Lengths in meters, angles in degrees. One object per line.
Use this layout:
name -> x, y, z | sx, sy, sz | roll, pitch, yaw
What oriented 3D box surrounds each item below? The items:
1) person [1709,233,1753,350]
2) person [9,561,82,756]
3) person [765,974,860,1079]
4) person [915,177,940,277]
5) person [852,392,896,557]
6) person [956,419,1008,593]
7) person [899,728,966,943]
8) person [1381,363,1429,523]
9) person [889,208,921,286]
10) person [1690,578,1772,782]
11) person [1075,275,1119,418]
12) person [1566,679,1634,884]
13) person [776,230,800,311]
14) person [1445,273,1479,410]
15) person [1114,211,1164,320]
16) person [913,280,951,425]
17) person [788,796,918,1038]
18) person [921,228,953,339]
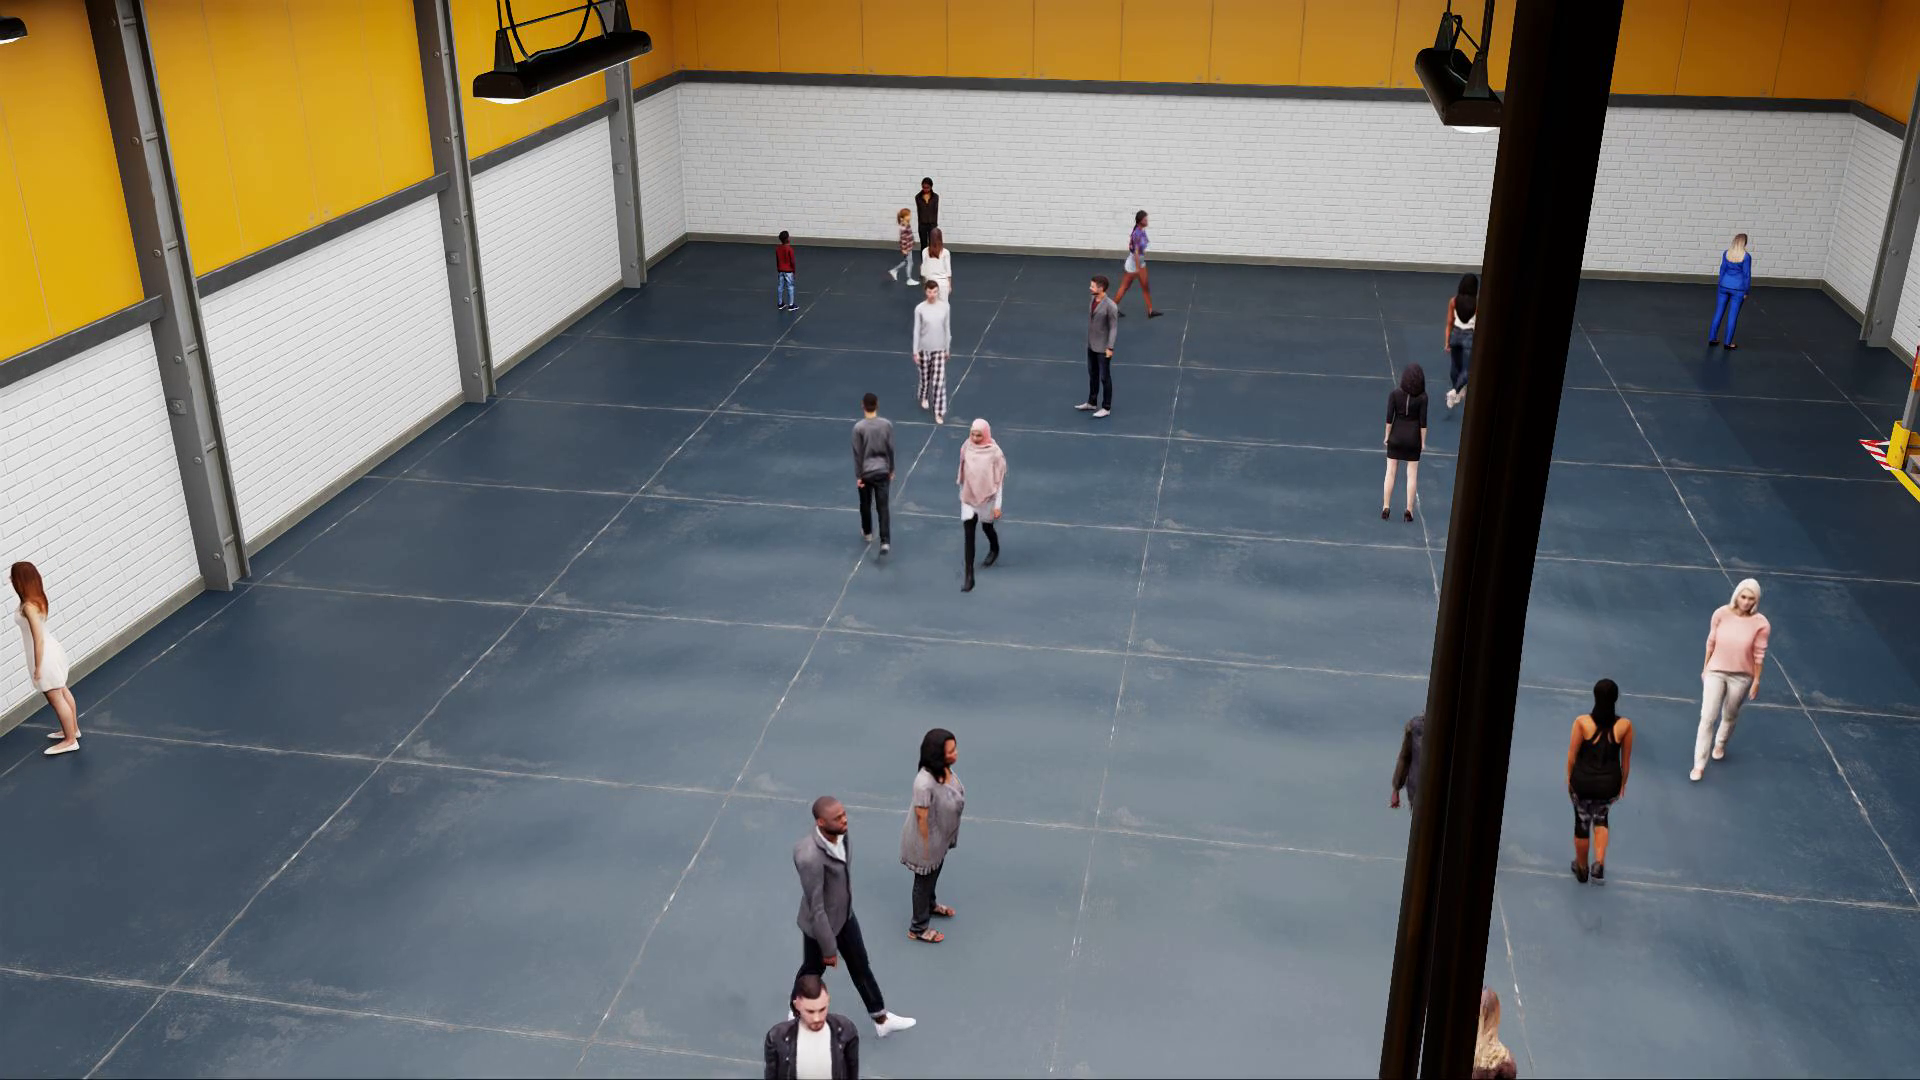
person -> 11.307, -3.657, 24.372 | 0.762, 1.701, 0.709 | -17, 29, -34
person -> -7.594, 0.956, 13.805 | 0.705, 1.712, 0.611 | -9, 25, -19
person -> -0.799, 3.053, 8.884 | 0.881, 1.812, 1.158 | -4, 24, -9
person -> -0.549, -5.351, 28.298 | 0.609, 1.659, 0.668 | 1, 24, 3
person -> -0.882, -0.669, 17.502 | 0.922, 1.728, 1.216 | -5, 24, -11
person -> 0.238, -0.411, 16.888 | 0.815, 1.747, 1.246 | 9, 25, 20
person -> -0.212, 2.011, 11.528 | 0.692, 1.603, 0.601 | 5, 24, 12
person -> 4.893, -1.067, 18.318 | 0.633, 1.803, 0.562 | 9, 25, 21
person -> -0.946, -4.881, 27.681 | 0.608, 1.294, 0.687 | 3, 24, 7
person -> 6.296, 1.076, 13.550 | 0.838, 1.696, 1.062 | 14, 27, 29
person -> 1.819, -2.537, 21.595 | 0.843, 1.872, 0.770 | -14, 27, -28
person -> 4.586, 1.779, 11.993 | 0.579, 1.655, 0.631 | 4, 24, 9
person -> -2.763, -4.274, 26.342 | 0.552, 1.253, 0.564 | 12, 26, 26
person -> 6.582, -2.564, 21.763 | 0.950, 1.787, 1.184 | 16, 28, 32
person -> 2.628, -4.239, 25.702 | 0.897, 1.701, 1.128 | 10, 25, 21
person -> -0.386, -2.473, 21.535 | 0.915, 1.804, 1.242 | -4, 24, -8
person -> -0.917, 2.381, 10.463 | 0.995, 1.778, 1.118 | 10, 26, 23
person -> -0.347, -3.799, 24.712 | 0.603, 1.688, 0.521 | 5, 24, 11
